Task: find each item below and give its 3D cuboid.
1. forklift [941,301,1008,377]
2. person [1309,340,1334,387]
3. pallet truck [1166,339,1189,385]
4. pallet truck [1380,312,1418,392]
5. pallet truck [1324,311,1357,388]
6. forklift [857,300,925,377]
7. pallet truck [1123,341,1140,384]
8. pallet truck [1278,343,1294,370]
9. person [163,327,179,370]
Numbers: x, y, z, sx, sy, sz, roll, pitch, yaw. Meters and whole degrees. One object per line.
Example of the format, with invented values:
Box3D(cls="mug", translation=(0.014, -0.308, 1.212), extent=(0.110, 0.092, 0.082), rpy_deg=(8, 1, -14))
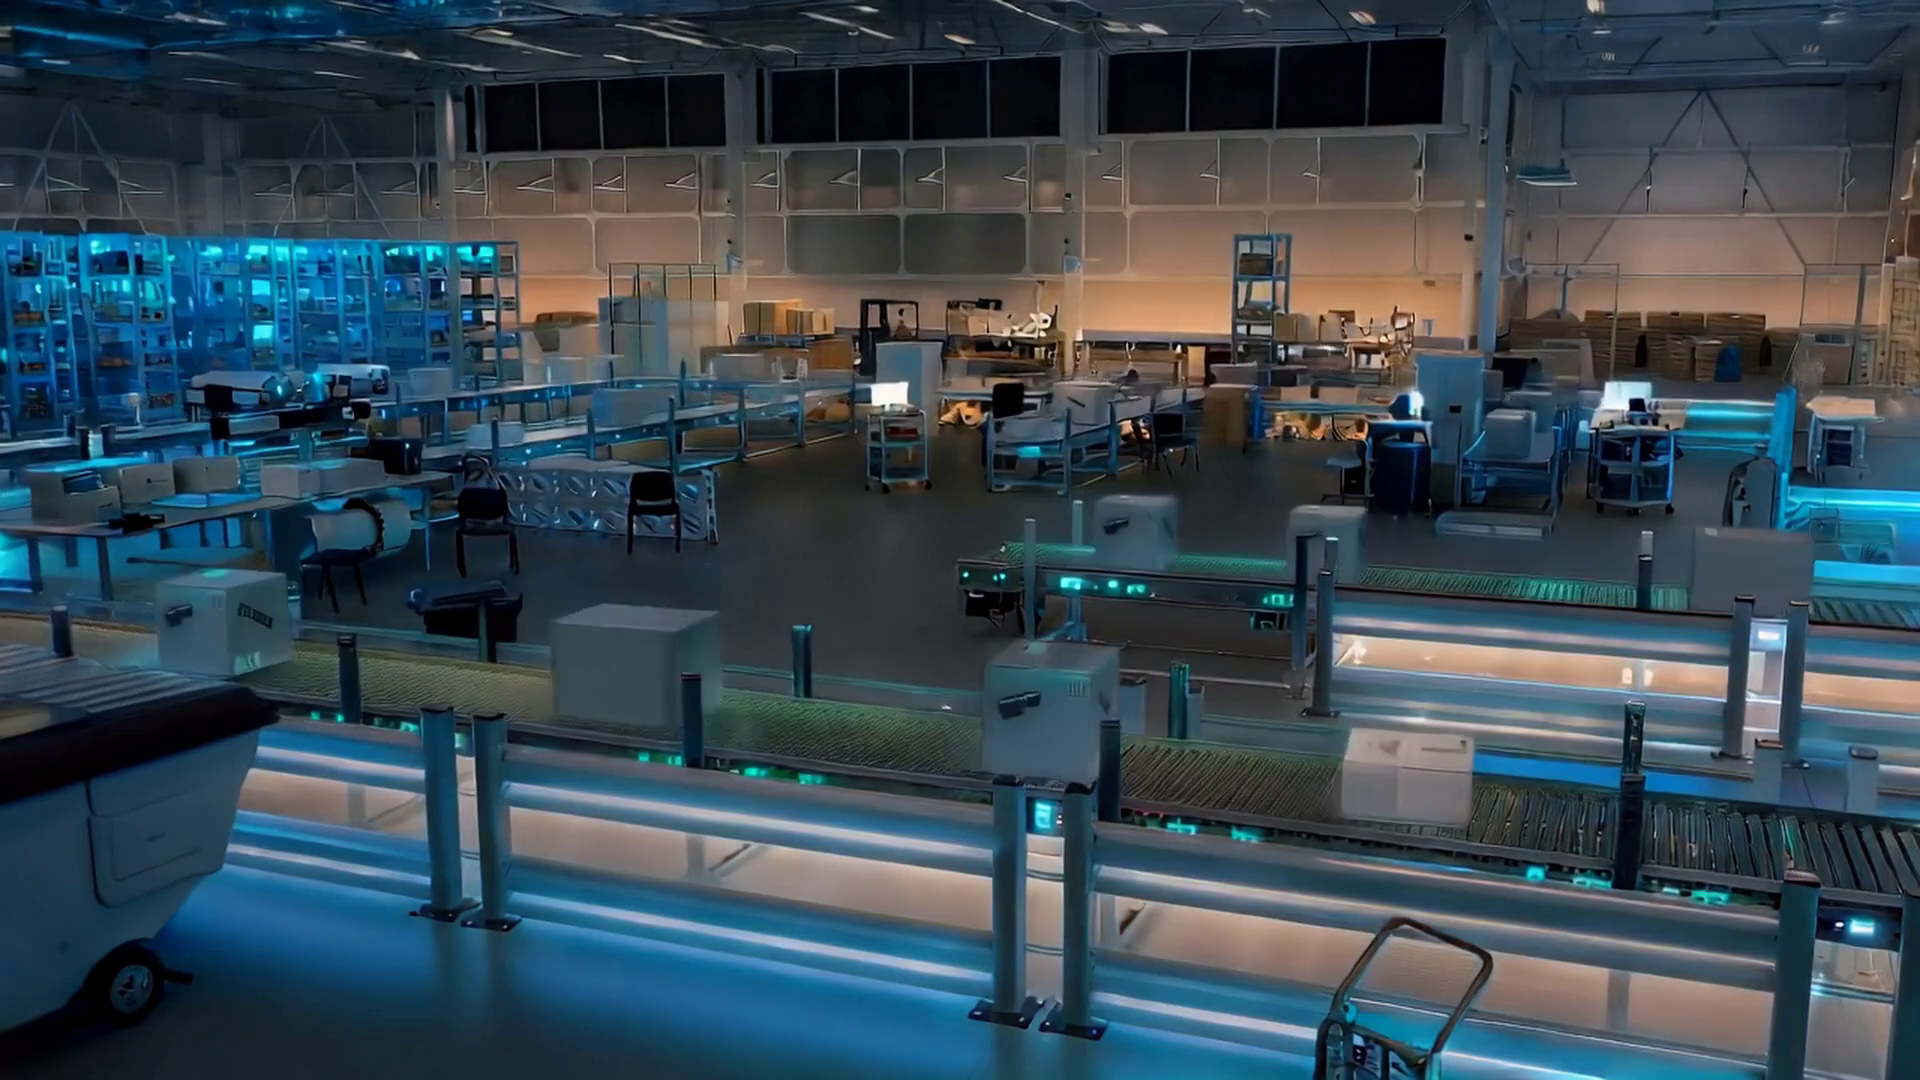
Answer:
Box3D(cls="forklift", translation=(0.365, -4.966, 41.571), extent=(1.157, 1.987, 2.680), rpy_deg=(3, 10, 20))
Box3D(cls="person", translation=(8.324, -4.182, 38.090), extent=(0.446, 1.887, 0.642), rpy_deg=(6, 11, 30))
Box3D(cls="pallet truck", translation=(5.418, -4.269, 40.420), extent=(0.704, 1.261, 1.522), rpy_deg=(3, 10, 20))
Box3D(cls="pallet truck", translation=(10.207, -4.283, 38.369), extent=(0.823, 1.965, 1.885), rpy_deg=(3, 10, 20))
Box3D(cls="pallet truck", translation=(9.071, -4.419, 39.190), extent=(0.823, 1.965, 1.885), rpy_deg=(5, 10, 26))
Box3D(cls="forklift", translation=(-1.732, -5.109, 42.468), extent=(1.157, 1.987, 2.680), rpy_deg=(4, 10, 22))
Box3D(cls="pallet truck", translation=(4.445, -4.380, 41.279), extent=(0.680, 1.201, 1.601), rpy_deg=(4, 10, 22))
Box3D(cls="pallet truck", translation=(7.886, -4.163, 39.743), extent=(0.653, 1.274, 1.630), rpy_deg=(4, 10, 22))
Box3D(cls="person", translation=(-17.663, -4.032, 37.299), extent=(0.563, 1.847, 0.389), rpy_deg=(9, 13, 44))
